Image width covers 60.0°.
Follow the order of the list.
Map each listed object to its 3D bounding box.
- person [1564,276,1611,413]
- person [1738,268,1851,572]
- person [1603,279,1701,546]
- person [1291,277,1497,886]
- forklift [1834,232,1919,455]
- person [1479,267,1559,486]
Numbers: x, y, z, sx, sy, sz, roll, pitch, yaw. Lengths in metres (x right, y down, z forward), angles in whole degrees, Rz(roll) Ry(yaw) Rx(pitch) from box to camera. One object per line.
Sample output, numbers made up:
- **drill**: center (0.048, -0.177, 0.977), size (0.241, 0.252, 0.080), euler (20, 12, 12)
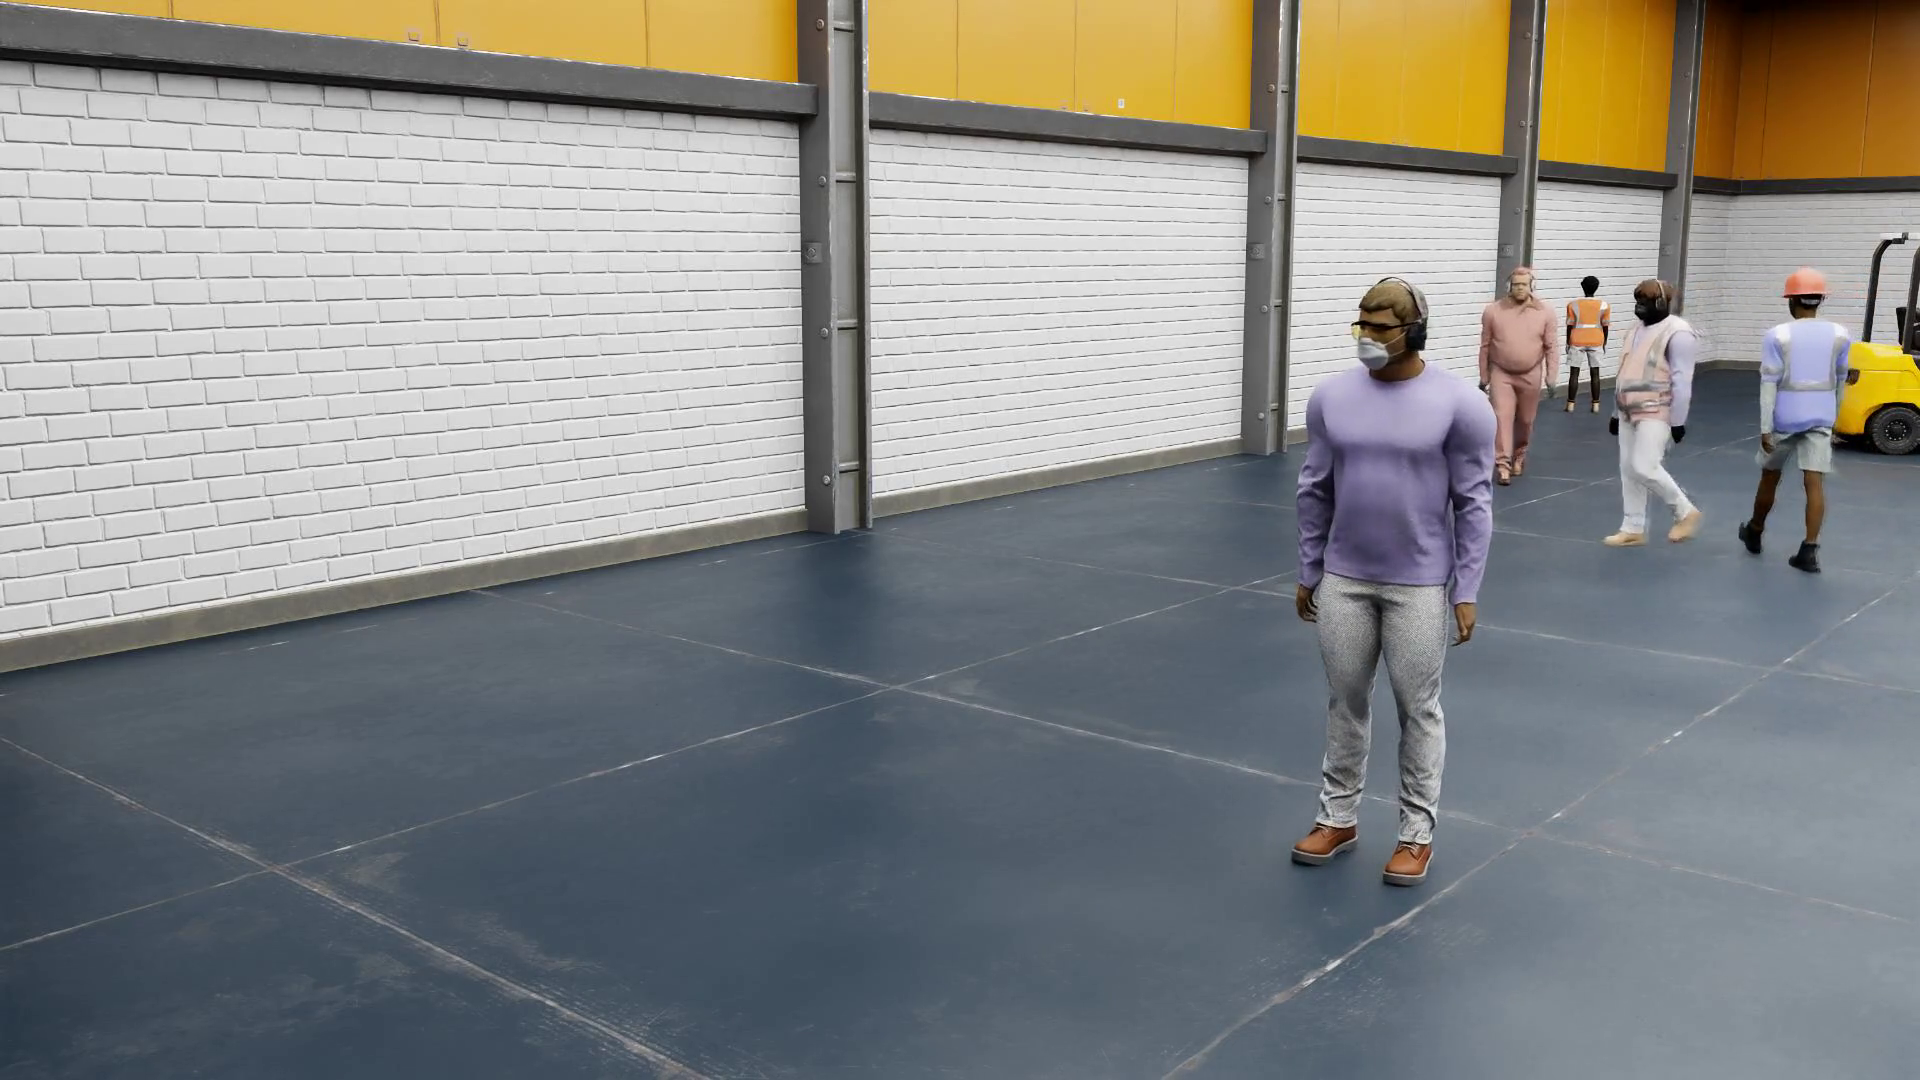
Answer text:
- **person**: center (7.739, -2.412, 20.543), size (0.530, 1.690, 0.321), euler (2, 10, 13)
- **person**: center (5.376, -0.787, 10.714), size (0.550, 1.891, 0.963), euler (2, 10, 10)
- **person**: center (4.683, -0.846, 11.239), size (0.508, 1.824, 0.632), euler (-2, 10, -10)
- **person**: center (1.370, 0.133, 5.339), size (0.634, 1.936, 0.351), euler (8, 12, 37)
- **forklift**: center (9.955, -1.972, 16.595), size (2.313, 2.155, 1.214), euler (1, 10, 8)
- **person**: center (4.866, -1.445, 14.520), size (0.652, 1.875, 0.927), euler (3, 10, 15)
